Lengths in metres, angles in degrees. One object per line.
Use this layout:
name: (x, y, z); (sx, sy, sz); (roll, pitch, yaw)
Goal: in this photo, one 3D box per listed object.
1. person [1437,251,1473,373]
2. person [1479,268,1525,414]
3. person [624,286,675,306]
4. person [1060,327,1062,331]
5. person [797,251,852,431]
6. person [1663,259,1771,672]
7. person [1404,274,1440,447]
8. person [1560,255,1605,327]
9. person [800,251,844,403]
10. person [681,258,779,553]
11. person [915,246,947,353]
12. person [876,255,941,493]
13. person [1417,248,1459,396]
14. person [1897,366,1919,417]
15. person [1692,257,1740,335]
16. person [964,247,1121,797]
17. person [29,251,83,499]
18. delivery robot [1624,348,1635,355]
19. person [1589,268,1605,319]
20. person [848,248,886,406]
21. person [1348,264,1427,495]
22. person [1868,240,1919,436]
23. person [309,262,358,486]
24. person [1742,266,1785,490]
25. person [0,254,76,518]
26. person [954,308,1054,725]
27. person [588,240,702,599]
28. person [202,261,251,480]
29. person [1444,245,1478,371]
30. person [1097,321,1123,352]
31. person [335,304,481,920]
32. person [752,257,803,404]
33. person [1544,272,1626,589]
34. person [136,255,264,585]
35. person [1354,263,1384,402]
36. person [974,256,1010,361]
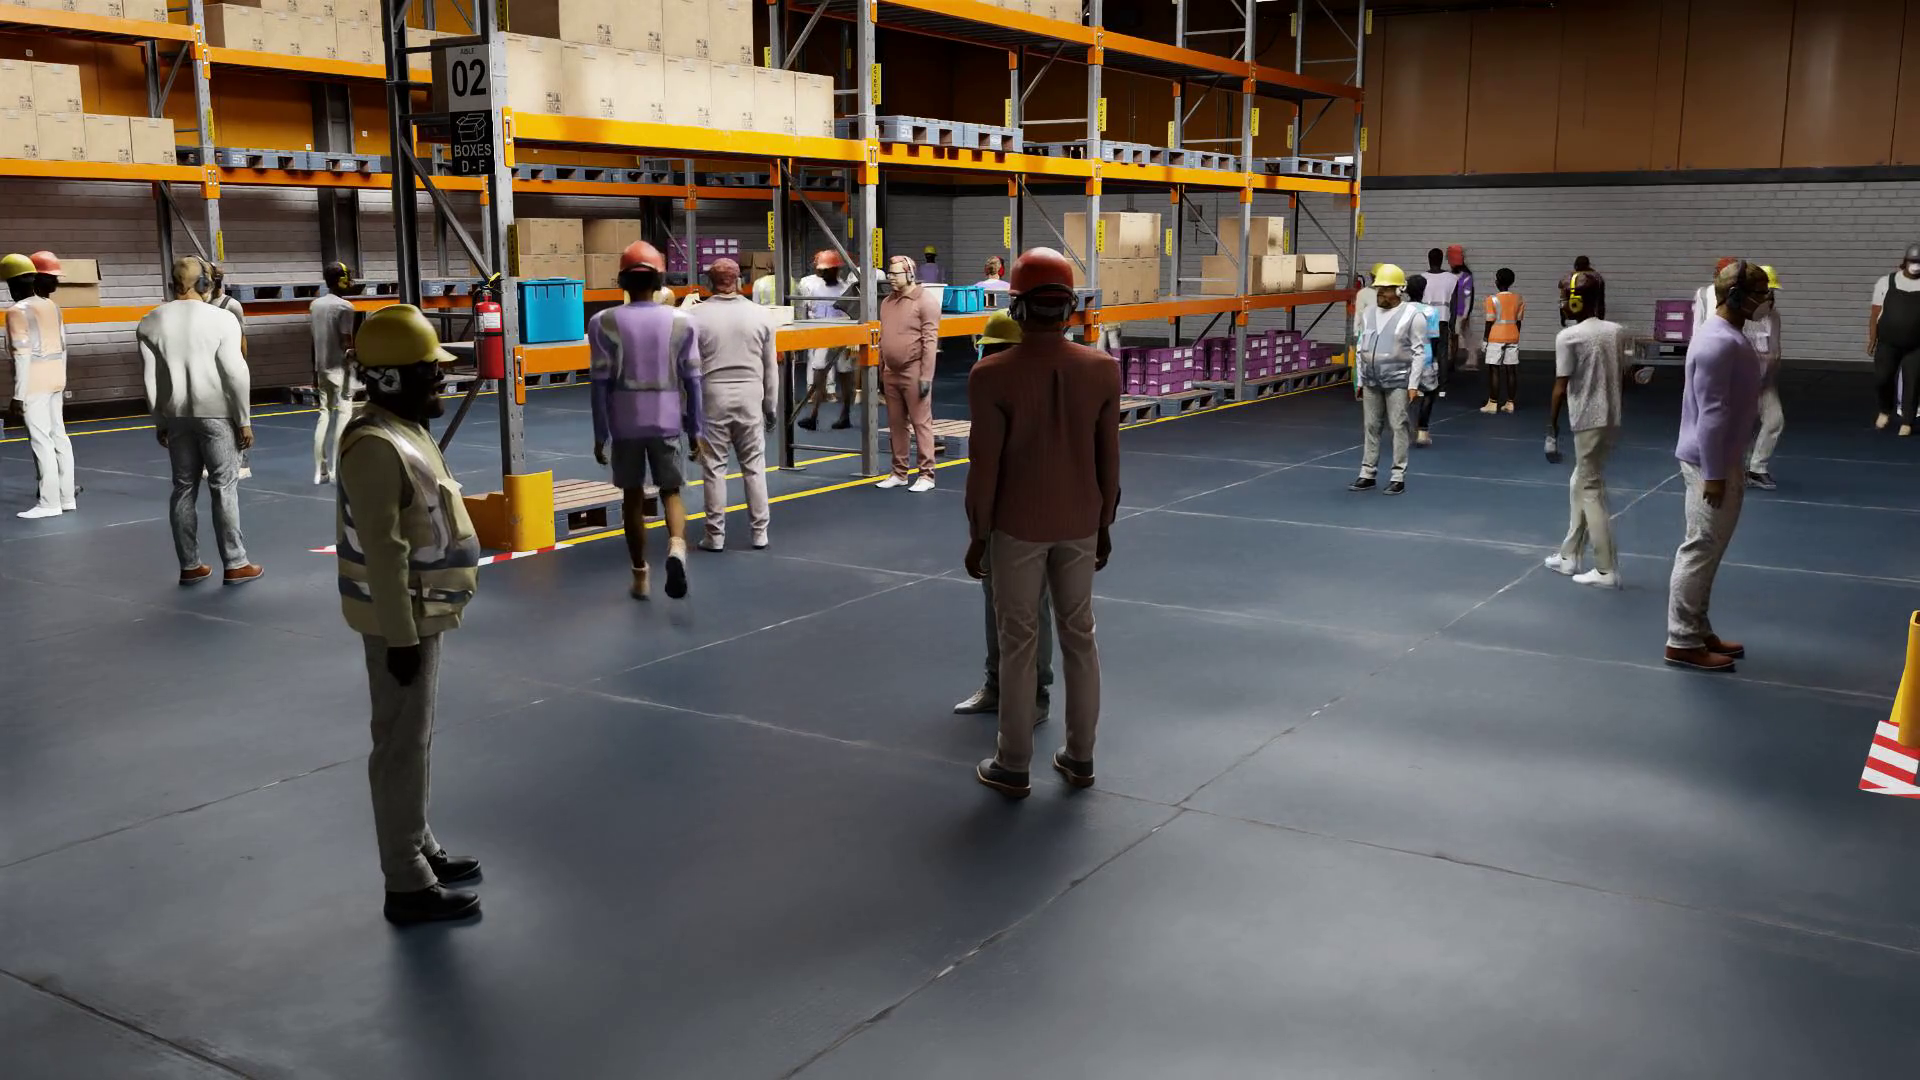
person: (7.399, -3.425, 25.123); (0.618, 1.854, 1.015); (4, 11, 22)
person: (6.339, -2.325, 19.466); (0.533, 1.697, 0.319); (-4, 11, -20)
person: (-3.309, -2.128, 17.855); (0.548, 1.896, 0.988); (2, 10, 9)
person: (1.036, -2.514, 20.669); (0.514, 1.641, 0.309); (6, 12, 32)
person: (-1.403, -2.086, 17.577); (0.574, 1.896, 0.930); (5, 11, 25)
person: (3.584, -0.350, 7.880); (0.352, 1.932, 0.628); (6, 12, 30)
person: (4.437, -1.740, 16.215); (0.555, 1.684, 0.483); (8, 13, 36)
person: (9.340, -3.361, 24.933); (0.643, 1.802, 0.827); (-1, 10, -4)
person: (-1.714, -2.651, 20.750); (0.585, 1.882, 0.337); (-3, 11, -16)
person: (-1.507, -0.872, 10.843); (0.651, 1.904, 0.403); (-4, 11, -20)
person: (-0.525, -4.290, 29.745); (0.585, 1.917, 0.381); (0, 10, 2)
person: (-0.448, -1.339, 13.456); (0.638, 1.900, 0.402); (10, 14, 43)
person: (6.136, -2.806, 21.534); (0.590, 1.915, 0.392); (1, 10, 3)
person: (11.097, -2.370, 19.134); (0.636, 1.911, 0.404); (-7, 12, -34)
person: (8.008, -2.056, 17.589); (0.591, 1.850, 0.953); (8, 13, 39)
person: (0.297, -0.057, 6.076); (0.612, 1.995, 0.379); (-4, 11, -23)
person: (-7.163, -1.292, 13.087); (0.376, 1.934, 0.547); (-3, 11, -16)
delivery robot: (9.560, -2.711, 24.511); (0.707, 0.478, 0.477); (4, 11, 19)
person: (9.672, -3.356, 25.425); (0.425, 1.612, 0.529); (-4, 11, -22)
person: (-1.088, -2.660, 20.361); (0.615, 2.042, 0.374); (9, 13, 40)
person: (3.403, -1.274, 13.264); (0.404, 1.833, 0.591); (-9, 14, -42)
person: (9.795, -2.091, 17.214); (0.698, 2.000, 0.536); (7, 12, 33)
person: (-5.192, -1.377, 13.816); (0.549, 1.850, 0.393); (5, 12, 28)
person: (6.420, -1.285, 13.381); (0.630, 1.808, 0.587); (-5, 11, -25)
person: (-6.755, -1.115, 12.145); (0.382, 1.919, 0.584); (0, 10, 0)
person: (0.202, -0.087, 6.935); (0.297, 1.745, 0.484); (-8, 13, -38)
person: (-1.726, -0.630, 9.189); (0.610, 2.027, 0.692); (-3, 11, -17)
person: (-6.265, -1.423, 14.060); (0.514, 1.843, 0.327); (3, 11, 18)
person: (7.668, -3.575, 25.699); (0.839, 1.935, 0.746); (2, 10, 12)
person: (2.078, -2.907, 22.898); (0.527, 1.620, 0.605); (10, 14, 43)
person: (-1.651, 0.213, 5.021); (0.403, 1.835, 0.588); (-2, 10, -12)
person: (-2.284, -2.534, 20.334); (0.826, 1.813, 0.533); (-6, 12, -29)
person: (3.652, -0.654, 9.838); (0.524, 1.828, 0.776); (-5, 11, -25)
person: (-4.455, -0.692, 9.765); (0.627, 1.933, 0.371); (1, 10, 5)
person: (5.130, -2.547, 20.586); (0.561, 1.728, 0.793); (-2, 10, -8)
person: (0.377, -2.306, 18.984); (0.563, 1.837, 0.386); (6, 12, 30)
